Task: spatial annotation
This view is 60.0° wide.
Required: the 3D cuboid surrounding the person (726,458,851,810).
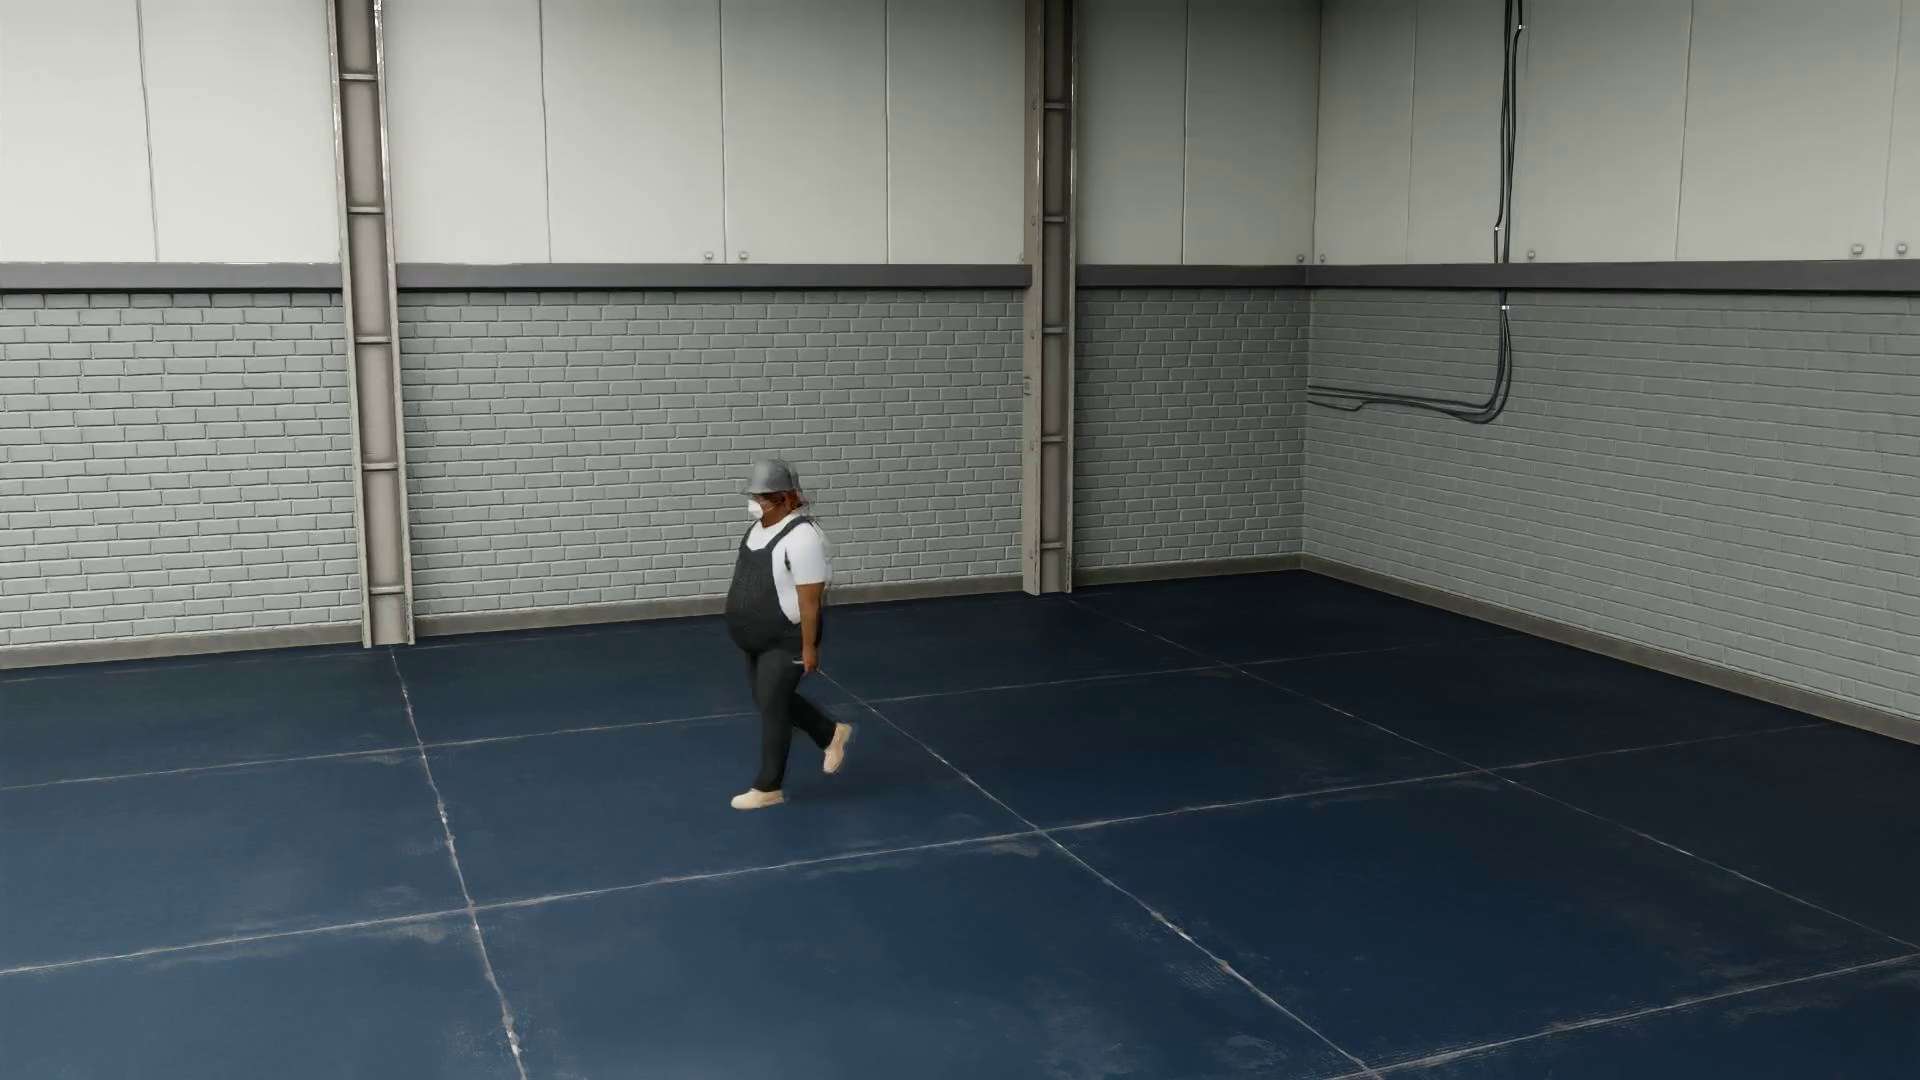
[{"bbox_3d":[-0.976,0.495,9.607,0.792,2.000,0.690,-6,11,-33],"label":"person"}]
